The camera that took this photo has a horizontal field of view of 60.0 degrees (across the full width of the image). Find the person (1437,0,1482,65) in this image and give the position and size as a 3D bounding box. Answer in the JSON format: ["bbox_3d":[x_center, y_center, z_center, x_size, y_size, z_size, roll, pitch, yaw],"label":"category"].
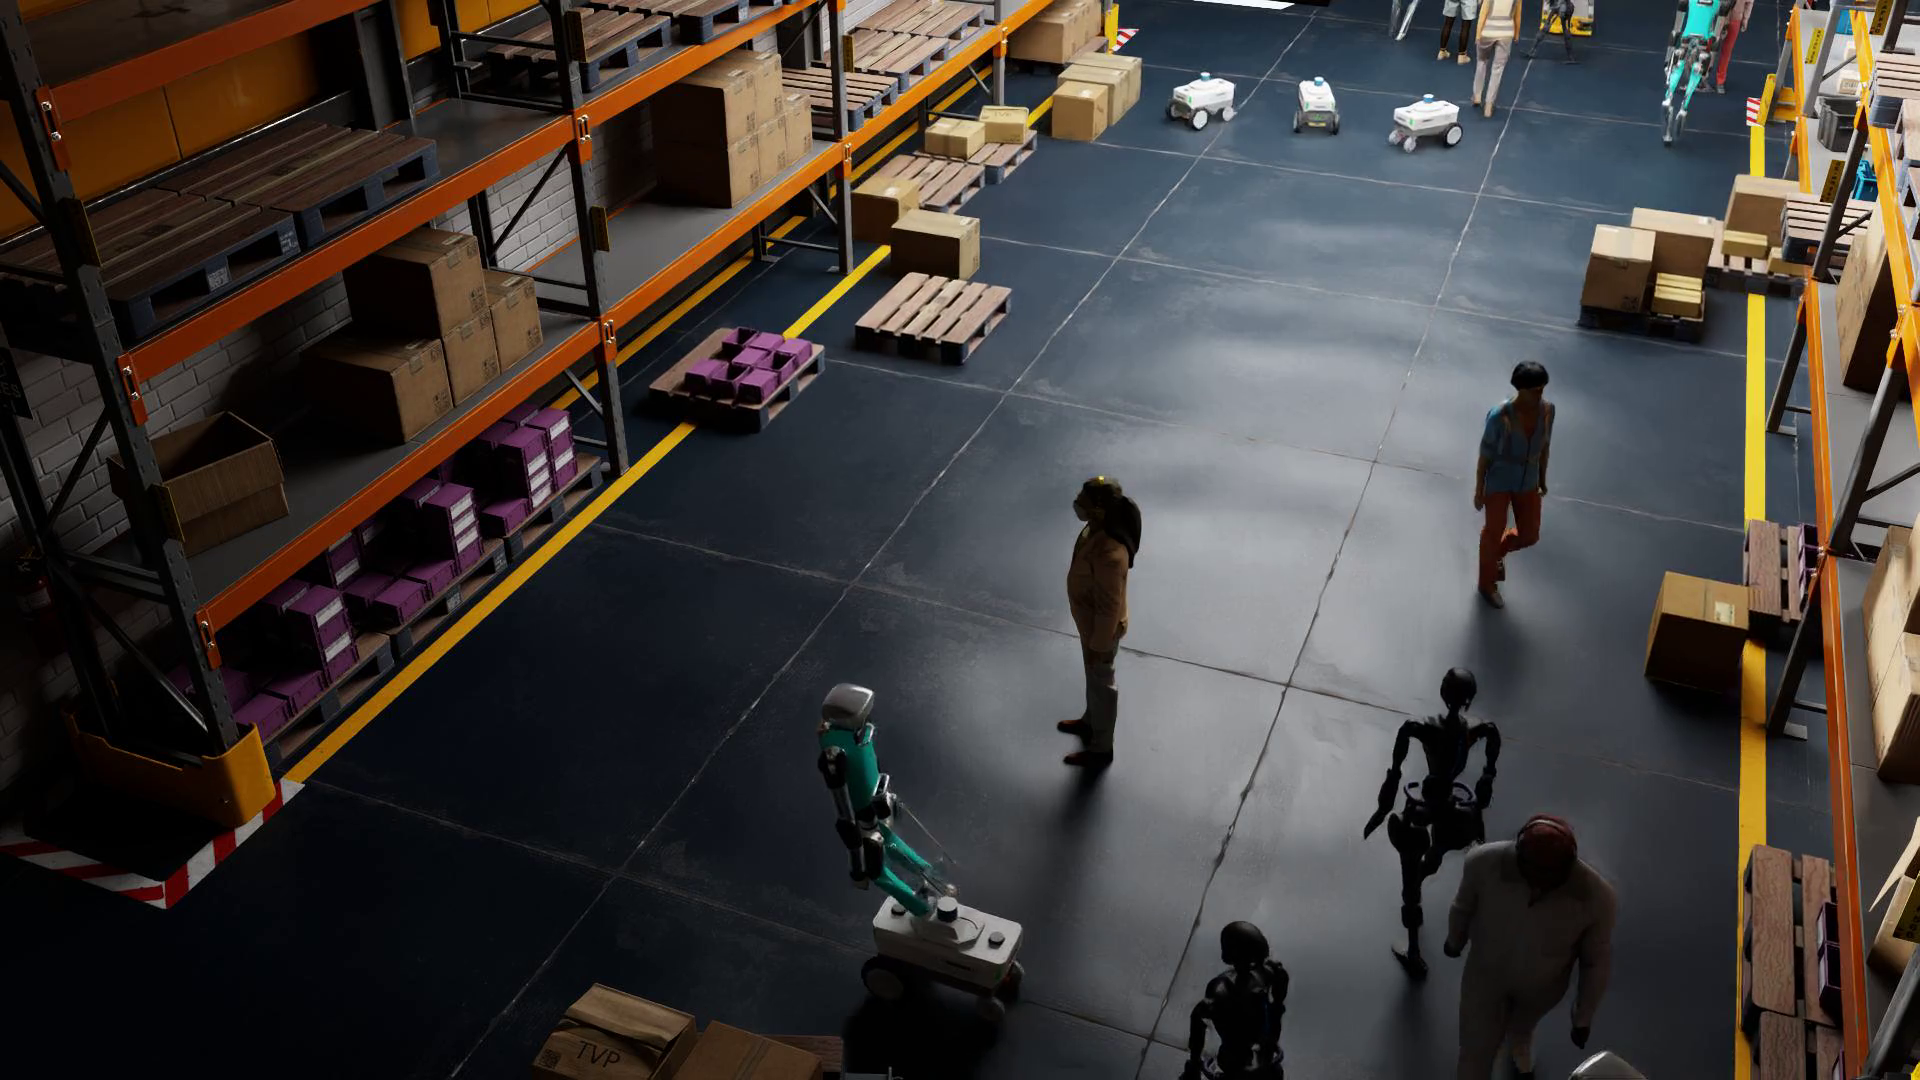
[{"bbox_3d":[6.320,-6.844,20.874,0.535,1.691,0.319,26,41,34],"label":"person"}]

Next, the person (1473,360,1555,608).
[{"bbox_3d":[3.587,-0.368,10.787,0.535,1.750,0.410,-6,33,-10],"label":"person"}]

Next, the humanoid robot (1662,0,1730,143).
[{"bbox_3d":[7.988,-5.152,18.233,0.541,1.798,0.829,12,35,18],"label":"humanoid robot"}]

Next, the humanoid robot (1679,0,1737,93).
[{"bbox_3d":[8.848,-6.175,19.802,0.755,1.792,0.562,-1,33,-1],"label":"humanoid robot"}]

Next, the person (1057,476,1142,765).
[{"bbox_3d":[0.793,0.454,9.412,0.402,1.877,0.552,0,33,-1],"label":"person"}]

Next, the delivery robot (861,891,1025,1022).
[{"bbox_3d":[-0.080,2.014,8.227,0.814,0.612,0.499,13,35,19],"label":"delivery robot"}]

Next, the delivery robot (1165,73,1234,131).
[{"bbox_3d":[2.787,-5.066,19.186,0.811,0.614,0.499,-20,38,-27],"label":"delivery robot"}]

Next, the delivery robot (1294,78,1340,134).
[{"bbox_3d":[4.077,-4.974,19.028,0.499,0.597,0.779,2,33,3],"label":"delivery robot"}]

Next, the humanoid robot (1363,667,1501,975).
[{"bbox_3d":[2.321,1.328,8.267,0.610,1.627,0.732,-2,33,-4],"label":"humanoid robot"}]

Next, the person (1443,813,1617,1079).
[{"bbox_3d":[2.454,1.866,7.270,0.665,1.834,1.102,11,34,17],"label":"person"}]

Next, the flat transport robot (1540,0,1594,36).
[{"bbox_3d":[8.286,-7.171,22.690,0.659,0.231,1.431,10,34,15],"label":"flat transport robot"}]

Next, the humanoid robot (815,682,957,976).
[{"bbox_3d":[-0.288,1.466,7.990,0.752,1.796,0.541,5,33,8],"label":"humanoid robot"}]

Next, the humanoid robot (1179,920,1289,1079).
[{"bbox_3d":[1.089,2.220,6.878,0.590,1.629,0.661,-23,39,-31],"label":"humanoid robot"}]

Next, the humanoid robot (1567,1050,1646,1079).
[{"bbox_3d":[2.458,2.683,6.124,1.072,1.752,0.540,28,42,36],"label":"humanoid robot"}]

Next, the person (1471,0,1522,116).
[{"bbox_3d":[6.243,-5.872,19.309,0.494,1.748,0.713,8,34,12],"label":"person"}]

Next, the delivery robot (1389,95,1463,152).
[{"bbox_3d":[5.204,-4.658,18.550,0.799,0.608,0.499,-15,36,-22],"label":"delivery robot"}]

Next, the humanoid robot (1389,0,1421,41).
[{"bbox_3d":[5.816,-7.328,21.682,0.544,1.888,0.755,17,37,25],"label":"humanoid robot"}]

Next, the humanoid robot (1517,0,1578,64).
[{"bbox_3d":[7.511,-6.783,20.823,0.740,1.632,0.599,2,33,3],"label":"humanoid robot"}]

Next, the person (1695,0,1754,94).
[{"bbox_3d":[9.143,-6.225,19.847,0.521,1.768,0.310,10,34,15],"label":"person"}]
